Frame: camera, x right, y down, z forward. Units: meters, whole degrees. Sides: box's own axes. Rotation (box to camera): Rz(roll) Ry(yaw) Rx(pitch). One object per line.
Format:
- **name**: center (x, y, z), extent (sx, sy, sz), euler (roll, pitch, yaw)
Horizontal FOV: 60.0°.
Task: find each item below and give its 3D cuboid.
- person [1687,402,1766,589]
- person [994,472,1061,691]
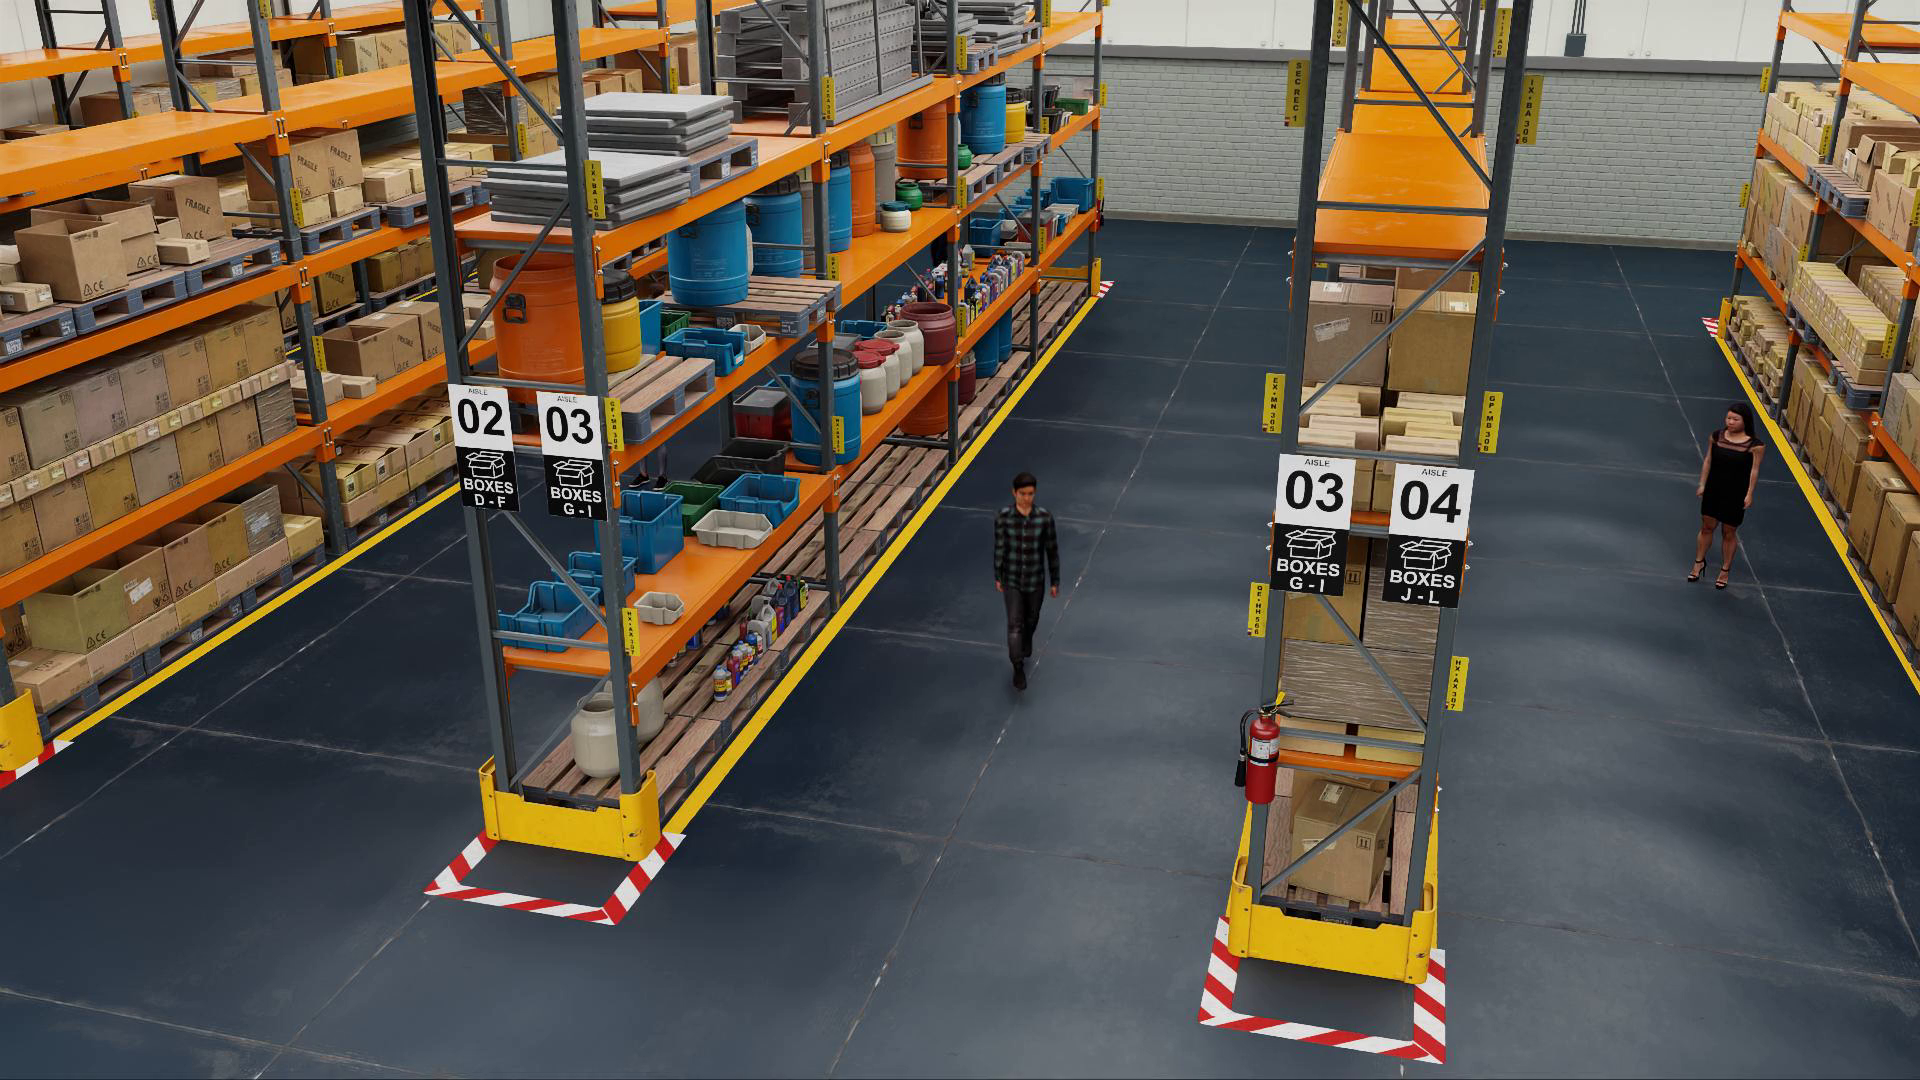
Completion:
- **person**: center (6.843, -0.407, 14.861), extent (0.768, 1.718, 0.753), euler (-20, 30, -41)
- **person**: center (0.514, 0.251, 13.057), extent (0.887, 1.688, 1.184), euler (0, 22, -1)
